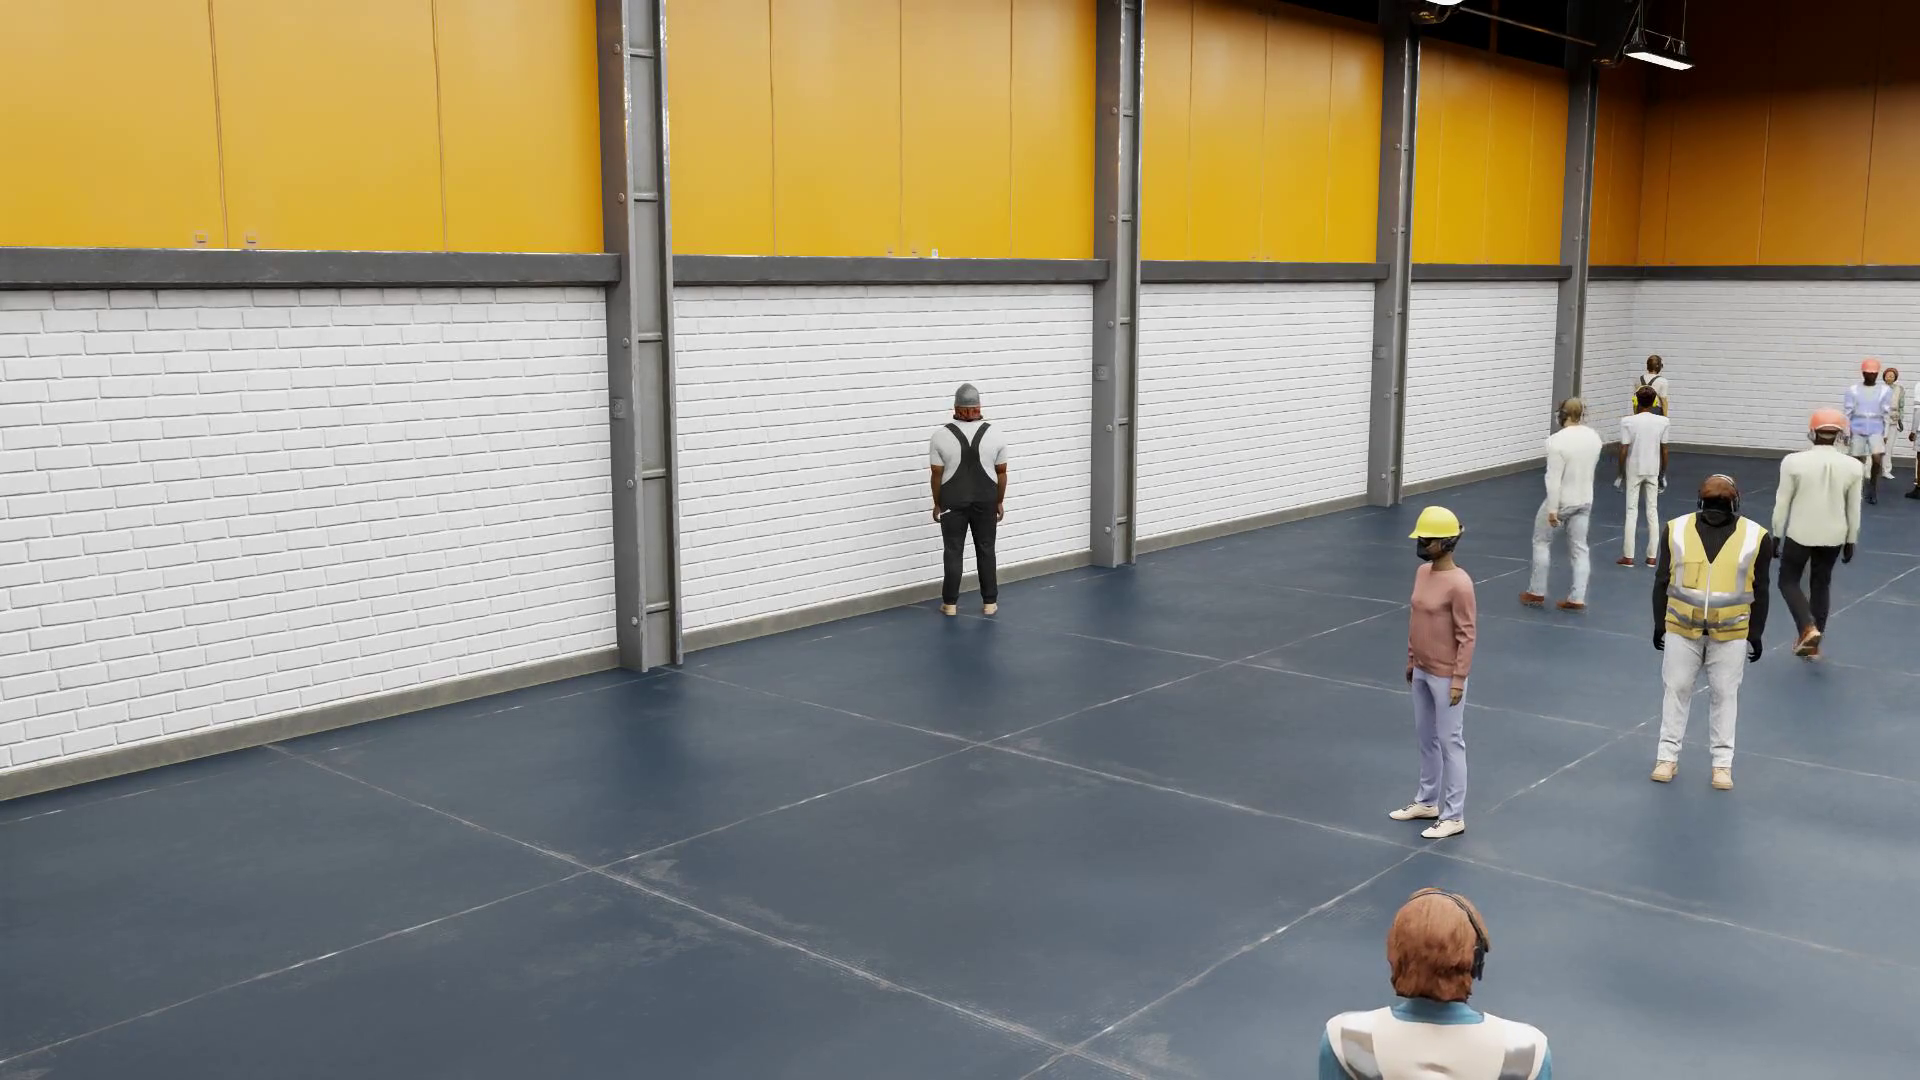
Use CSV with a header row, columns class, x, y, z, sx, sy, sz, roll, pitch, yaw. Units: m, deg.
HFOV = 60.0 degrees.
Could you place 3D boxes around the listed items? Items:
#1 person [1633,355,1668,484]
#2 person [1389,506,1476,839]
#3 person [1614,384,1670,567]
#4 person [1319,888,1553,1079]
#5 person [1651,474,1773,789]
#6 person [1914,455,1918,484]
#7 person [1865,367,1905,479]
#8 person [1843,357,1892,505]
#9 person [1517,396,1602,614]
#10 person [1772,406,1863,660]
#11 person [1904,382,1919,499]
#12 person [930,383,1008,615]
class,x,y,z,sx,sy,sz,roll,pitch,yaw
person,9.849,-1.711,23.712,0.342,1.846,0.509,-7,11,-37
person,2.517,0.697,8.841,0.325,1.767,0.533,-2,9,-14
person,6.962,-0.654,16.997,0.518,1.874,0.327,1,9,5
person,1.039,1.579,3.702,0.515,1.639,0.314,2,9,10
person,4.356,0.527,9.692,0.621,1.838,0.429,5,10,27
person,13.794,-1.698,23.540,0.328,1.876,0.514,-3,10,-18
person,13.532,-1.706,24.335,0.512,1.638,0.312,1,9,6
person,11.700,-1.395,21.484,0.550,1.920,0.545,4,10,24
person,5.325,-0.325,14.788,0.642,1.916,0.780,-3,10,-20
person,6.573,-0.031,12.745,0.636,1.976,0.562,1,9,7
person,12.878,-1.500,22.087,0.543,1.943,0.348,-1,9,-6
person,0.064,-0.360,14.616,0.682,2.000,0.537,-1,9,-5
